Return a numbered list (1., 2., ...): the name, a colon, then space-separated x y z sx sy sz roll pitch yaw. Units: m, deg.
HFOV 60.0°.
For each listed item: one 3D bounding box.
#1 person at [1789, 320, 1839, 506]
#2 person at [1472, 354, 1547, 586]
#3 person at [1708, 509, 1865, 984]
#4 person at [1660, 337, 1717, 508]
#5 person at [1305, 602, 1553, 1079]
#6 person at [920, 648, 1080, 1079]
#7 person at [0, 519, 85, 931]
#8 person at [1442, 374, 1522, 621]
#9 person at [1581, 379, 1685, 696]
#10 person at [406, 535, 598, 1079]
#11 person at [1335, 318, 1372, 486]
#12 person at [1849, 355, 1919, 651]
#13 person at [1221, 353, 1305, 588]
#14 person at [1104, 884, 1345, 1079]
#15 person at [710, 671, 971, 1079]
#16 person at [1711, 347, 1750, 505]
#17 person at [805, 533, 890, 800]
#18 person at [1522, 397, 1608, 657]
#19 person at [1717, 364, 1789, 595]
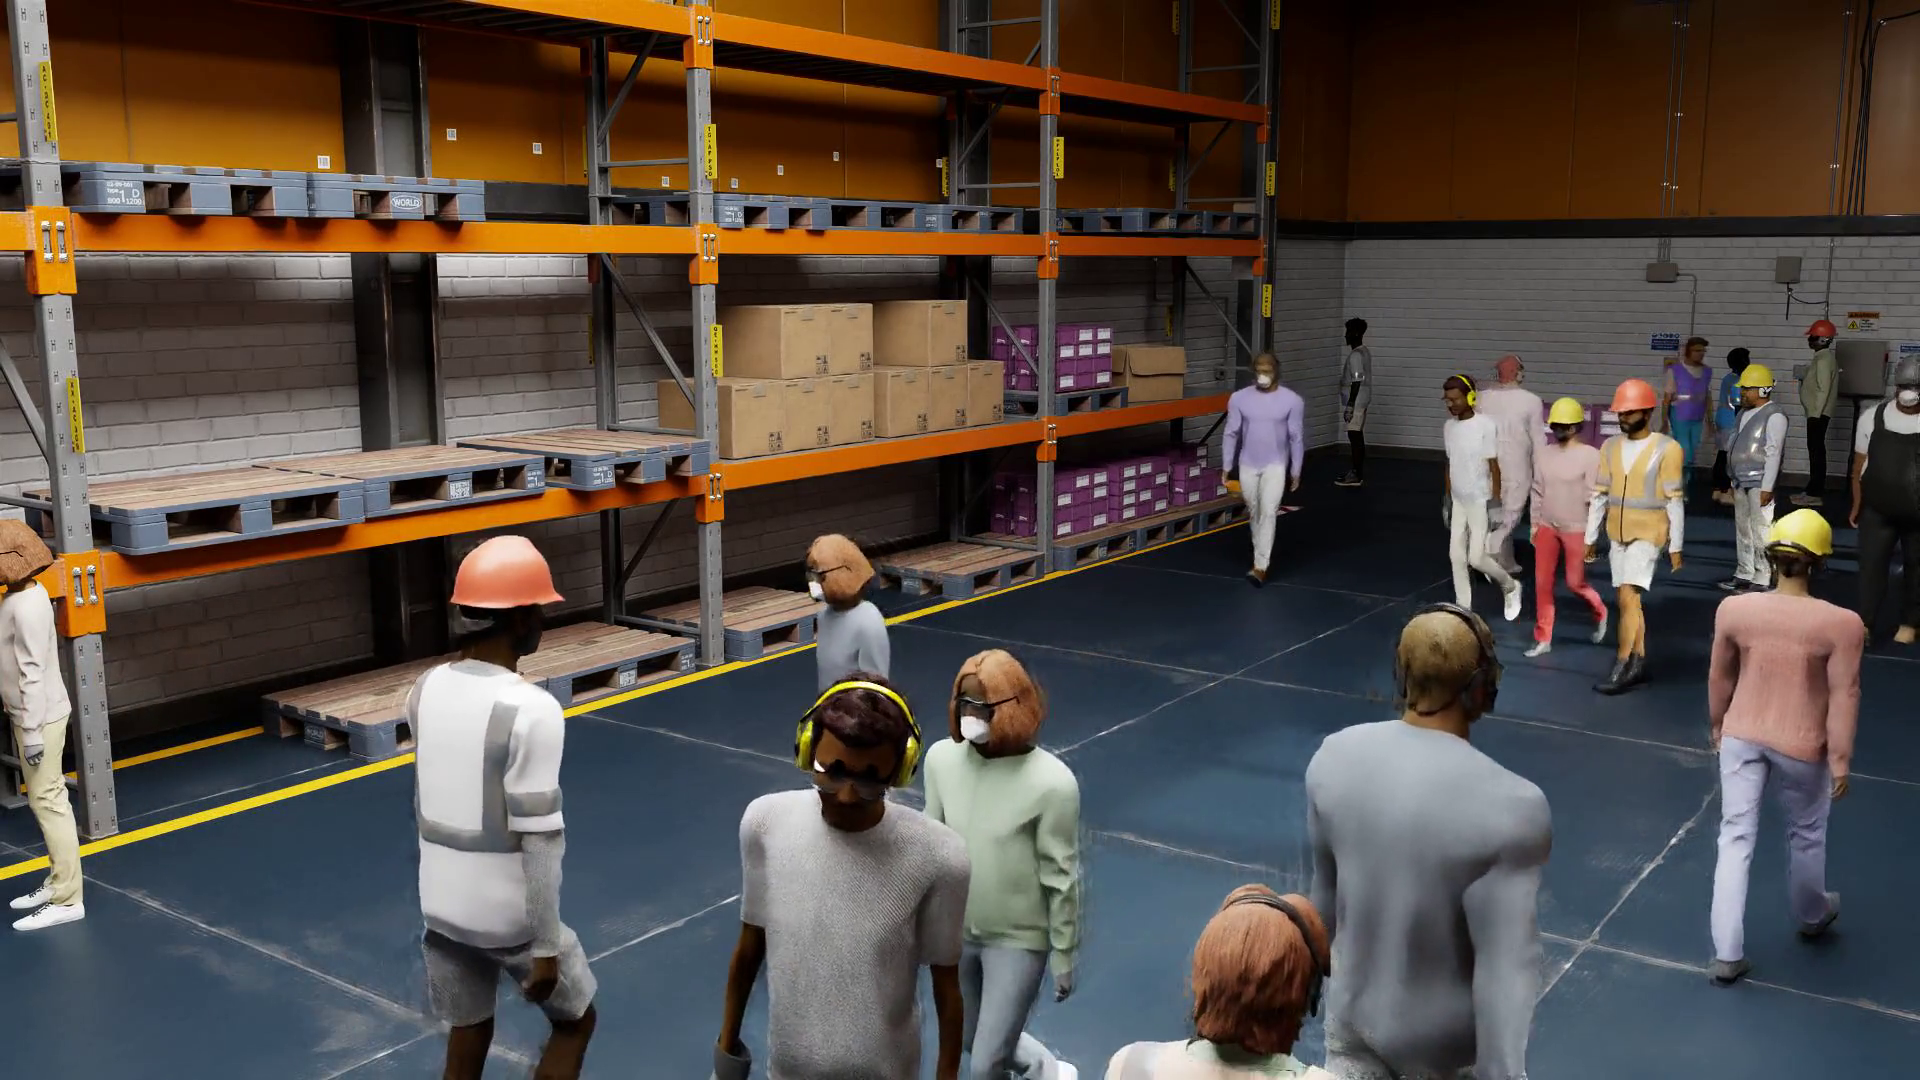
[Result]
1. person: 9.225 -1.368 17.918 0.375 1.997 0.611 5 11 26
2. person: 4.445 -0.582 13.615 0.894 1.872 0.638 -7 12 -37
3. person: 3.061 0.736 6.182 0.549 1.714 0.892 9 13 42
4. person: 7.738 -1.243 17.698 0.569 1.824 0.439 -4 10 -23
5. person: 1.085 1.065 3.749 0.930 1.890 0.652 -7 12 -35
6. person: 0.124 1.067 4.569 0.509 1.606 0.745 7 12 38
7. person: -3.674 0.720 6.585 0.277 1.629 0.496 -6 11 -31
8. person: 3.668 -0.252 11.733 0.632 1.839 0.581 -5 11 -27
9. person: 4.016 -0.012 10.089 0.768 1.906 0.584 -5 11 -29
10. person: -1.205 0.946 4.374 0.559 1.916 0.480 6 11 30
11. person: 4.625 -1.618 19.500 0.367 1.966 0.607 4 10 21
12. person: 6.329 -0.257 11.169 0.702 2.000 0.984 7 12 37
13. person: 2.459 -0.576 13.554 0.639 1.880 1.060 4 10 23
14. person: 0.512 1.356 2.811 0.510 1.618 0.632 6 11 31
15. person: -0.248 1.136 3.503 0.600 1.827 0.559 3 10 18
16. person: 8.344 -1.229 17.981 0.322 1.697 0.535 2 10 10
17. person: -0.324 0.764 6.372 0.693 1.605 0.540 -6 11 -31
18. person: 4.069 -0.089 11.054 0.613 1.743 0.546 -7 12 -37
19. person: 6.248 -0.472 13.112 0.405 1.824 0.585 -1 10 -5
